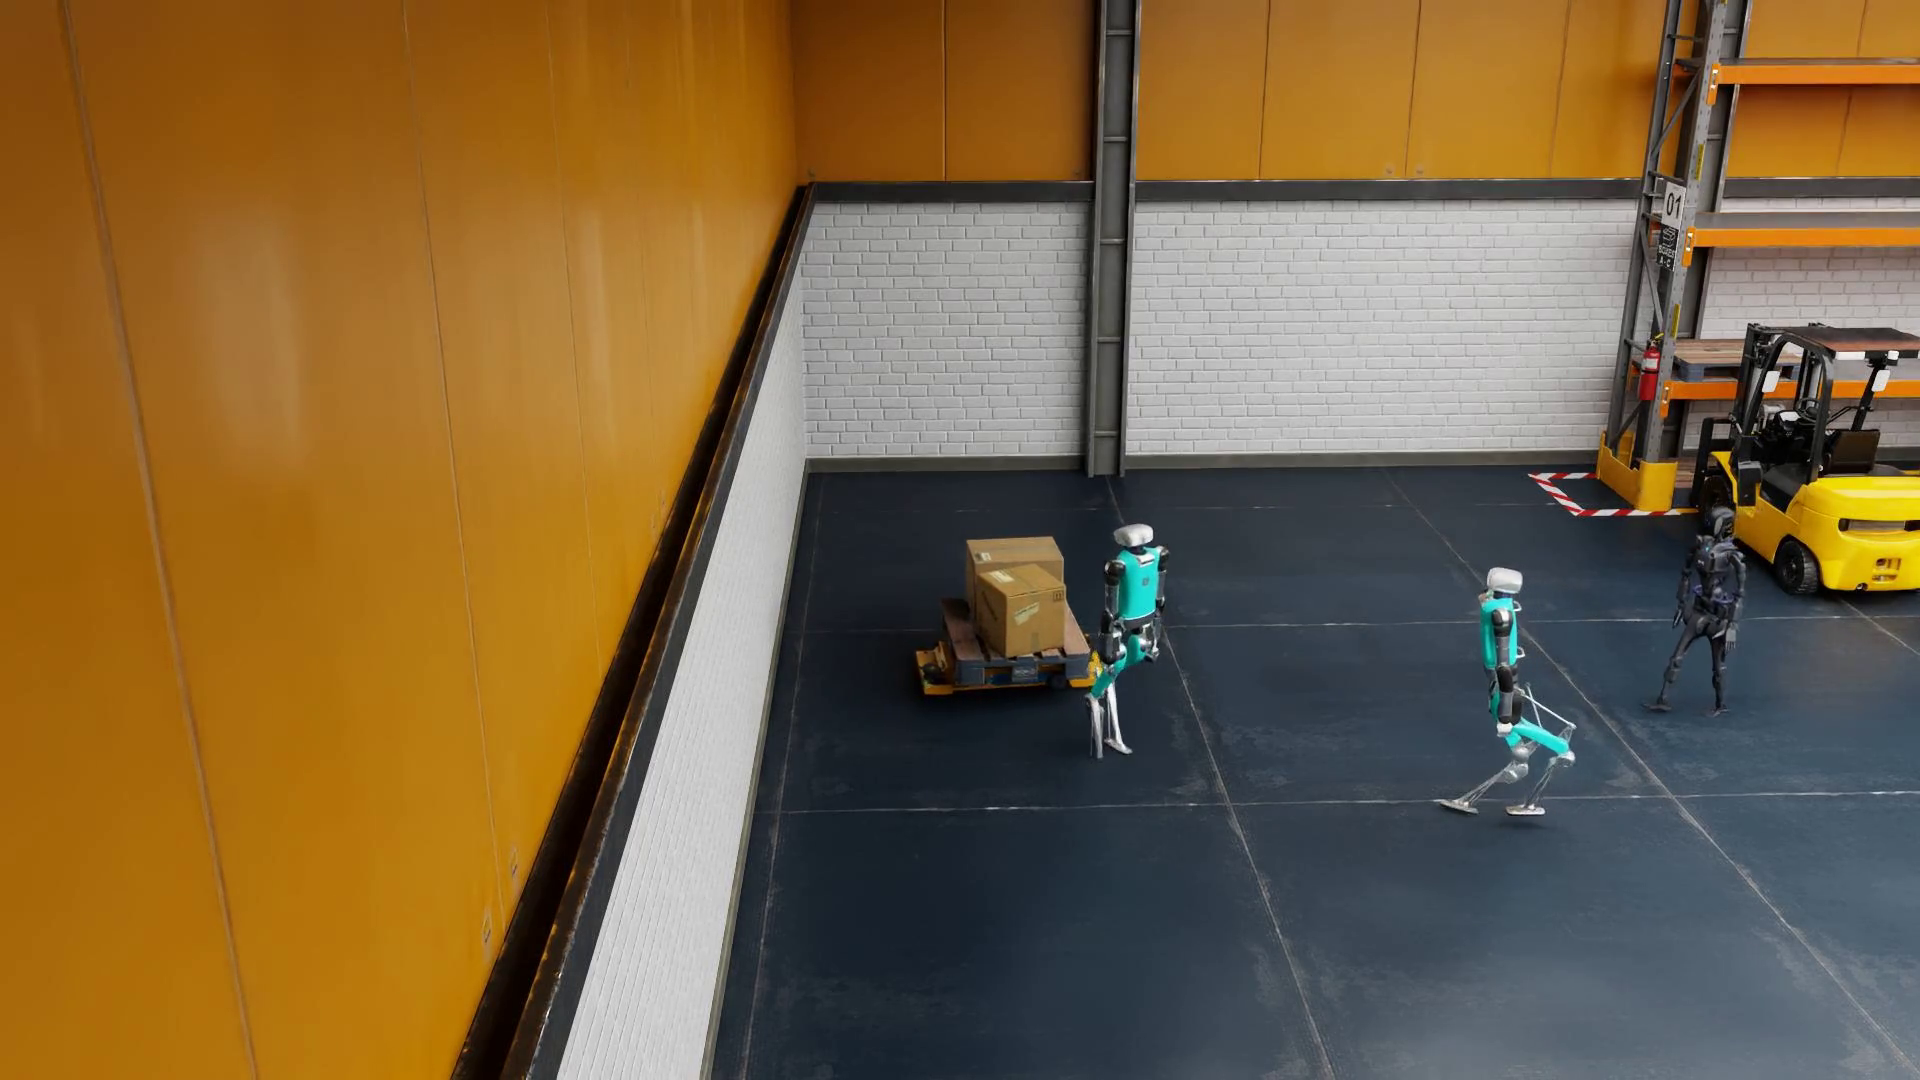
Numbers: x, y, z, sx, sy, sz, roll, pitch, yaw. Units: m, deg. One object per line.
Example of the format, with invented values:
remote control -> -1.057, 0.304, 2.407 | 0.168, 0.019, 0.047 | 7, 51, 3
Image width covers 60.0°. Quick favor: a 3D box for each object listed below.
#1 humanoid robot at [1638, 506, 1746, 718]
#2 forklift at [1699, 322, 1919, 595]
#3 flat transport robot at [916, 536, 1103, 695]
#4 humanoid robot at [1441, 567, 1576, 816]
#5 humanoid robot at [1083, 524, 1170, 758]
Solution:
humanoid robot -> 5.414, 0.550, 12.068 | 0.711, 1.631, 0.595 | -8, 22, -20
forklift -> 7.809, -0.792, 14.926 | 1.214, 2.155, 2.313 | -1, 20, -2
flat transport robot -> 0.398, 0.954, 12.965 | 1.431, 0.231, 0.659 | -3, 20, -7
humanoid robot -> 3.612, 1.043, 10.623 | 0.882, 1.779, 0.544 | 3, 20, 8
humanoid robot -> 1.061, 0.727, 11.568 | 0.540, 1.876, 0.679 | -14, 24, -33
